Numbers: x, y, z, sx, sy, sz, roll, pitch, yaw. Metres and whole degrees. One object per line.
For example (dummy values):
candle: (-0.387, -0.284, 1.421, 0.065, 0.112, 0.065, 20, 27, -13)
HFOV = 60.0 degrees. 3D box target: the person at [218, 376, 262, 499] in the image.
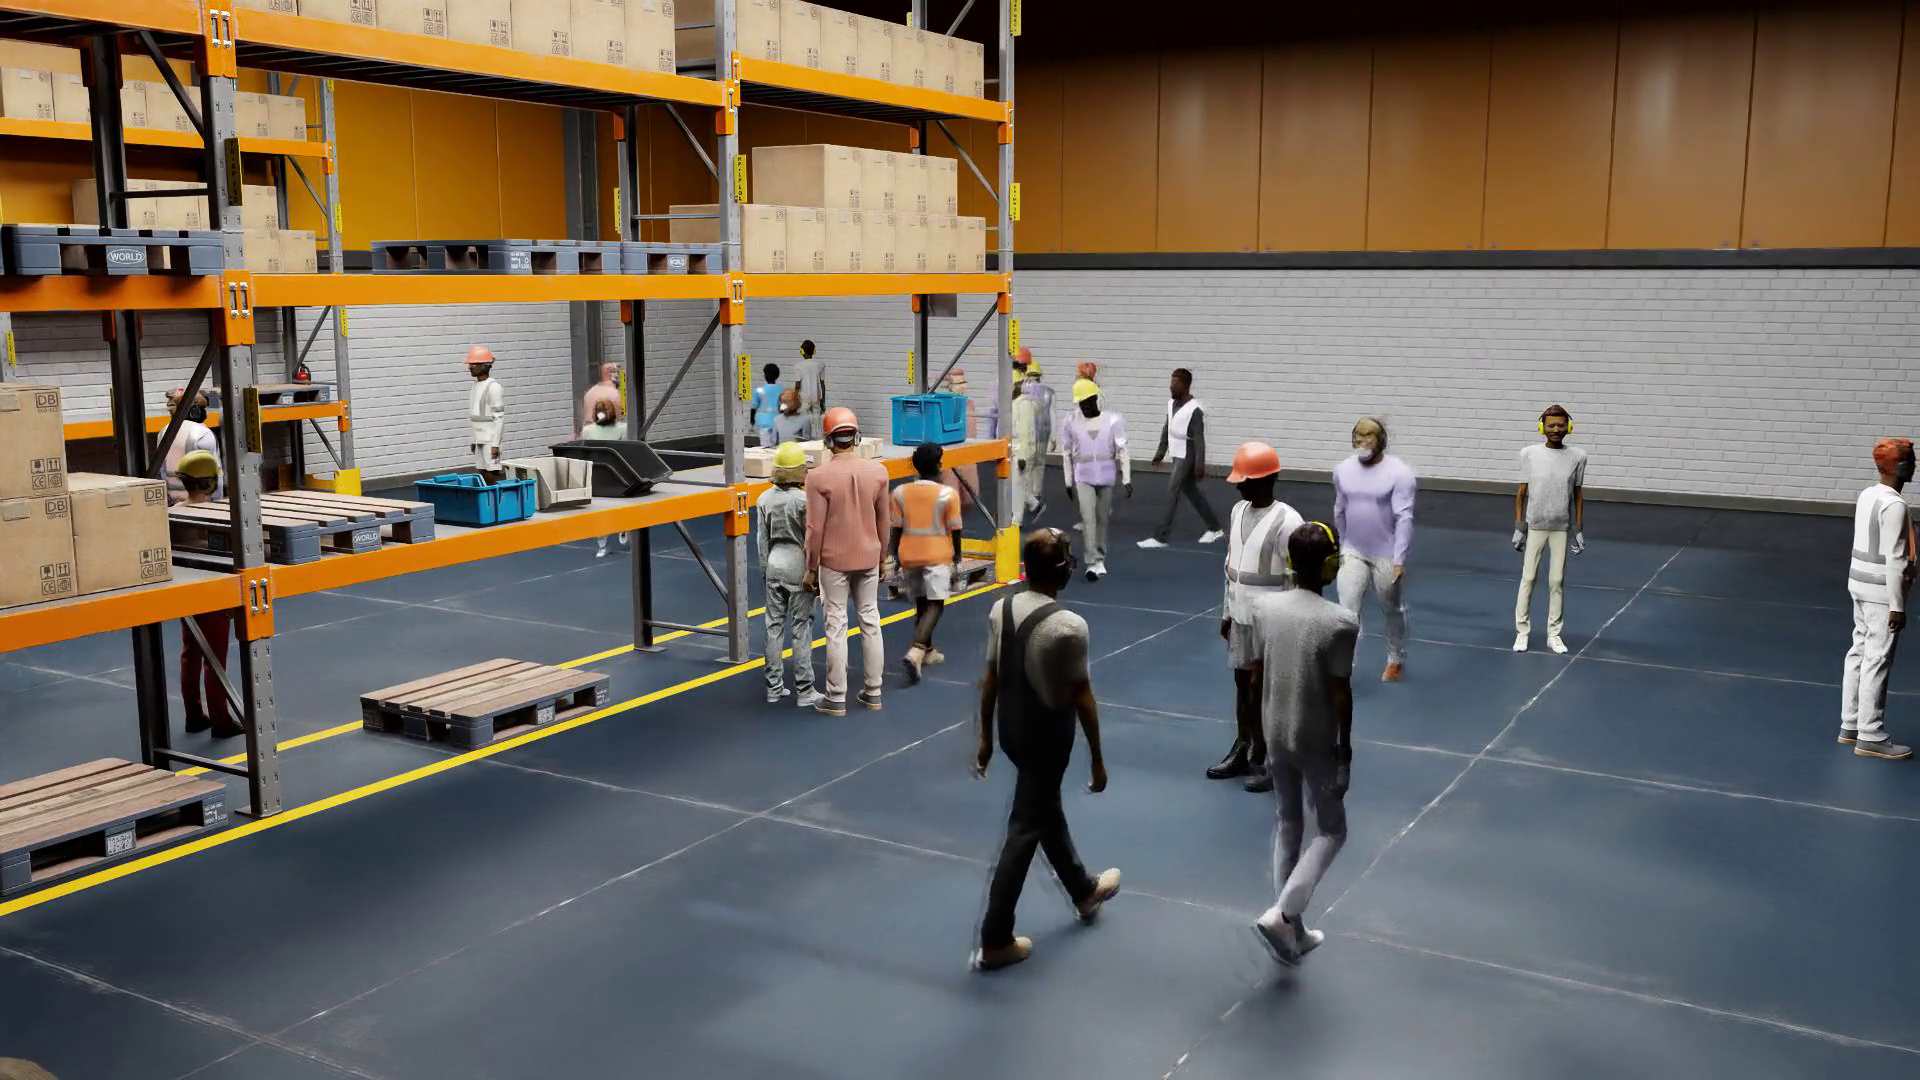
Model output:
person: (-6.920, -0.679, 16.015, 0.456, 1.935, 0.659, 0, 9, -1)

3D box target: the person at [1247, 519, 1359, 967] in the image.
person: (1.361, 0.840, 6.777, 0.509, 1.856, 0.497, 8, 12, 41)

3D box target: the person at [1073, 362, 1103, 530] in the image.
person: (1.398, -1.032, 18.416, 0.404, 1.871, 0.584, -1, 9, -4)

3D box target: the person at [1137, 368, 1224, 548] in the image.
person: (2.351, -0.855, 17.311, 1.012, 1.876, 0.609, -2, 9, -15)

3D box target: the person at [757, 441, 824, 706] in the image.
person: (-1.105, 0.221, 10.959, 0.492, 1.746, 0.285, 5, 11, 30)

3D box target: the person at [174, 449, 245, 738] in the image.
person: (-4.630, 0.328, 10.220, 0.525, 1.772, 0.309, 6, 11, 32)

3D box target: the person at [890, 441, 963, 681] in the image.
person: (-0.258, 0.140, 11.710, 0.538, 1.672, 0.788, 4, 10, 24)

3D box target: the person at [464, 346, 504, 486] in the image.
person: (-5.244, -1.112, 18.349, 0.383, 2.045, 0.605, -7, 12, -39)

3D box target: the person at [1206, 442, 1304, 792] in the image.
person: (1.625, 0.419, 9.155, 0.374, 1.928, 0.542, -6, 11, -32)

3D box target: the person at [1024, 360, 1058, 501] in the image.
person: (0.896, -1.299, 20.335, 0.590, 1.789, 0.946, 0, 9, 0)

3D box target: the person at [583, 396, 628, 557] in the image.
person: (-3.553, -0.661, 16.877, 0.504, 1.614, 0.629, 0, 9, -2)

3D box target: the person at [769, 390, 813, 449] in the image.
person: (-1.857, -0.787, 17.667, 0.518, 1.599, 0.739, 6, 11, 35)

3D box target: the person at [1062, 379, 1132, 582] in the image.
person: (1.258, -0.549, 15.394, 0.628, 1.852, 1.008, 0, 9, 1)

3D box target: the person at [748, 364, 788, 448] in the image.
person: (-2.528, -1.518, 22.137, 0.540, 1.647, 0.857, -6, 11, -31)

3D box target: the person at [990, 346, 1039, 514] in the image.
person: (0.624, -1.280, 19.551, 0.605, 2.003, 0.980, 5, 10, 28)

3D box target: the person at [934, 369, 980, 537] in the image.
person: (-0.075, -0.789, 16.815, 0.649, 1.892, 0.518, -7, 12, -39)

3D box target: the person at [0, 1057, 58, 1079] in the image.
person: (-1.177, 1.551, 2.057, 0.376, 1.940, 0.627, -4, 10, -22)

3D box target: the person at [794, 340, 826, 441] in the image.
person: (-2.228, -2.018, 24.569, 0.514, 1.866, 0.329, -4, 10, -26)

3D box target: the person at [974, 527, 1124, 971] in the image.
person: (0.409, 0.836, 6.930, 0.955, 1.799, 0.543, -7, 12, -39)

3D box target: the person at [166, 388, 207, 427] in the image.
person: (-6.737, -0.419, 14.655, 0.392, 1.842, 0.564, -8, 12, -42)

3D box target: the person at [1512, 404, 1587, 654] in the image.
person: (4.414, -0.081, 12.453, 0.519, 1.873, 0.328, 2, 9, 10)

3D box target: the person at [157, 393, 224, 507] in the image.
person: (-6.499, -0.343, 14.179, 0.637, 1.842, 0.429, 4, 10, 26)

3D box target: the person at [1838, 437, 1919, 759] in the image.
person: (5.446, 0.335, 9.816, 0.354, 1.884, 0.576, 2, 9, 10)

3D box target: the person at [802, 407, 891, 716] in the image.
person: (-0.737, 0.139, 10.726, 0.610, 1.985, 0.393, -6, 11, -31)

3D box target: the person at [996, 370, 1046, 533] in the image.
person: (0.674, -0.975, 18.238, 0.544, 1.806, 0.610, -4, 10, -21)

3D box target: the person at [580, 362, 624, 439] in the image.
person: (-4.070, -1.064, 18.672, 0.826, 1.860, 0.660, -7, 12, -39)

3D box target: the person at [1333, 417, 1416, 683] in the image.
person: (2.811, 0.100, 11.343, 0.648, 1.893, 1.021, 7, 12, 39)
